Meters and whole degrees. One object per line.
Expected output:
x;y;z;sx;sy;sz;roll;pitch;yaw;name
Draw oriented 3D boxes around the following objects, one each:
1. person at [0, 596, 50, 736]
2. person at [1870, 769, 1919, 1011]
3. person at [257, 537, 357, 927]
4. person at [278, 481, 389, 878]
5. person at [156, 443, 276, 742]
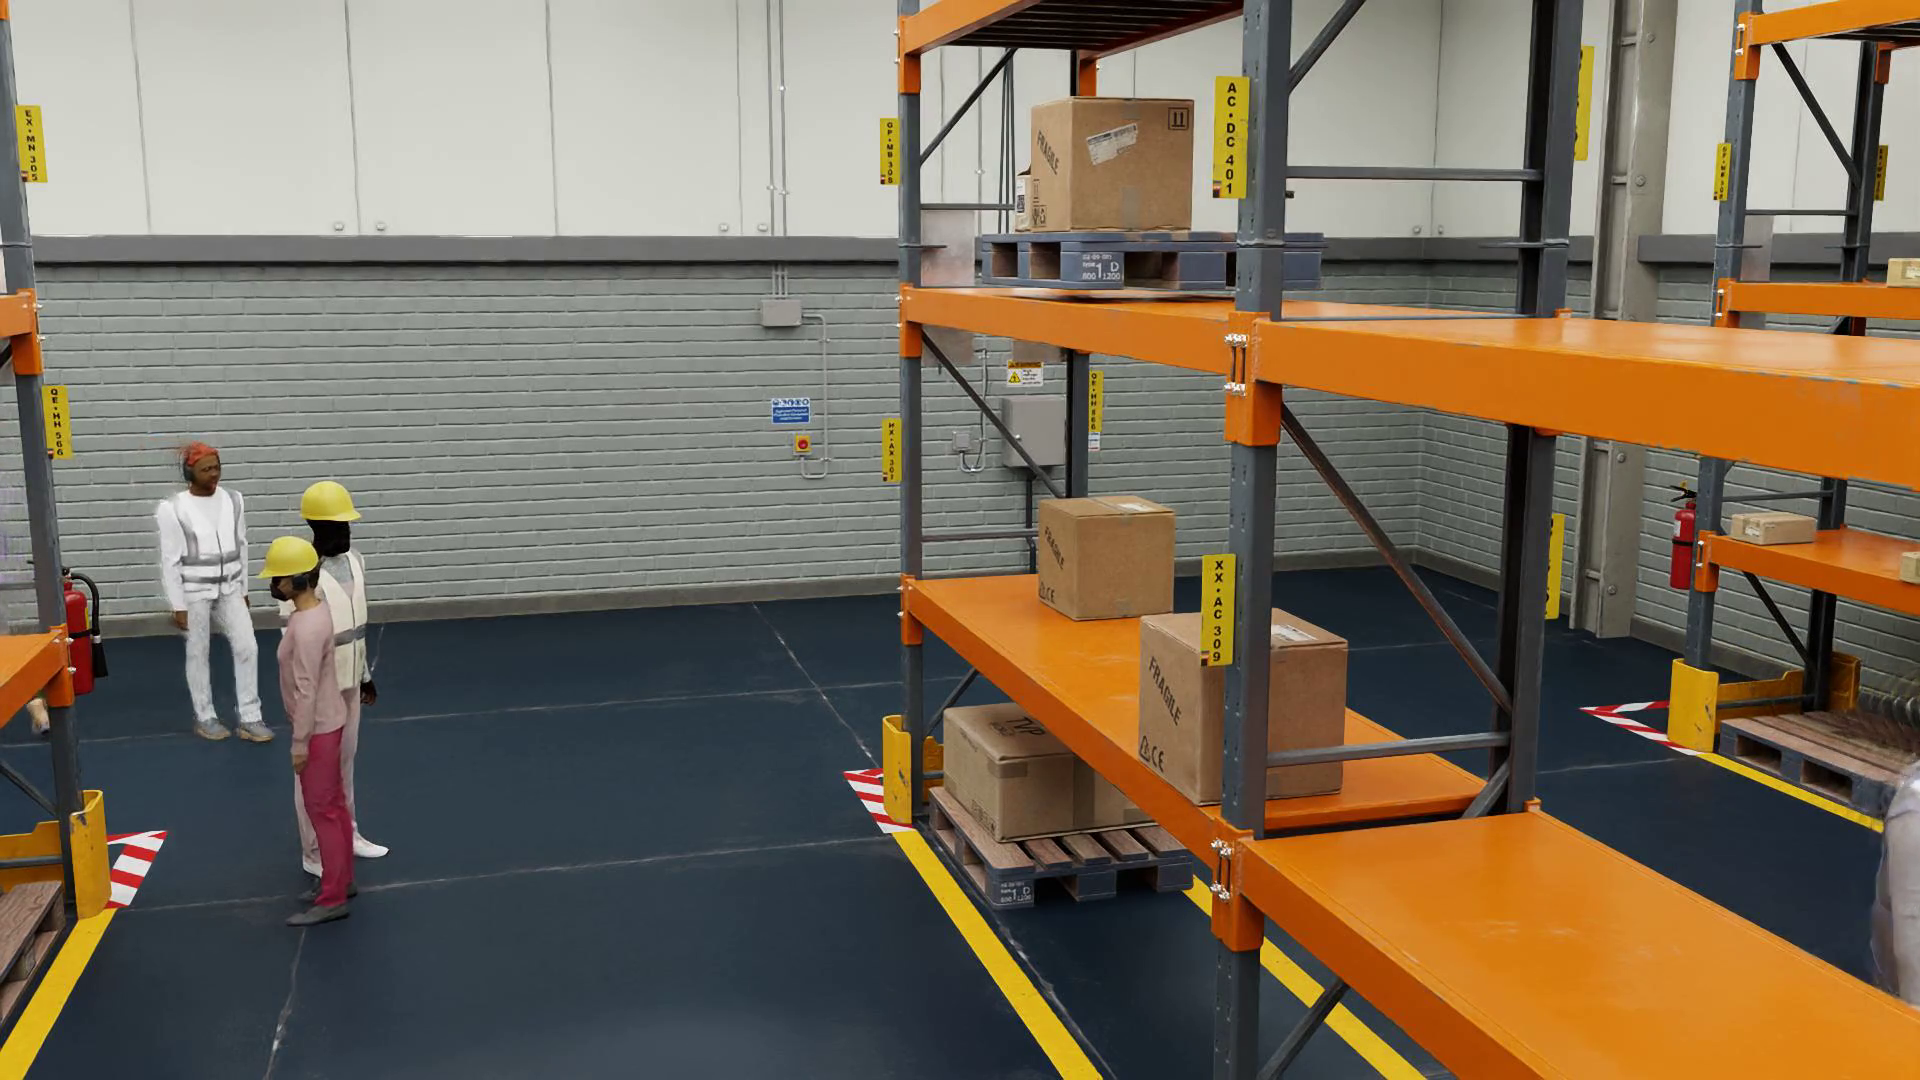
-5.983;0.281;10.114;0.771;2.009;0.629;1;10;8;person
2.950;1.270;4.960;0.623;1.818;0.419;-7;12;-36;person
-2.940;0.854;7.508;0.333;1.765;0.528;-3;10;-16;person
-3.044;0.668;8.088;0.381;1.928;0.587;3;10;15;person
-4.508;0.346;10.118;0.779;1.853;0.597;7;12;35;person
